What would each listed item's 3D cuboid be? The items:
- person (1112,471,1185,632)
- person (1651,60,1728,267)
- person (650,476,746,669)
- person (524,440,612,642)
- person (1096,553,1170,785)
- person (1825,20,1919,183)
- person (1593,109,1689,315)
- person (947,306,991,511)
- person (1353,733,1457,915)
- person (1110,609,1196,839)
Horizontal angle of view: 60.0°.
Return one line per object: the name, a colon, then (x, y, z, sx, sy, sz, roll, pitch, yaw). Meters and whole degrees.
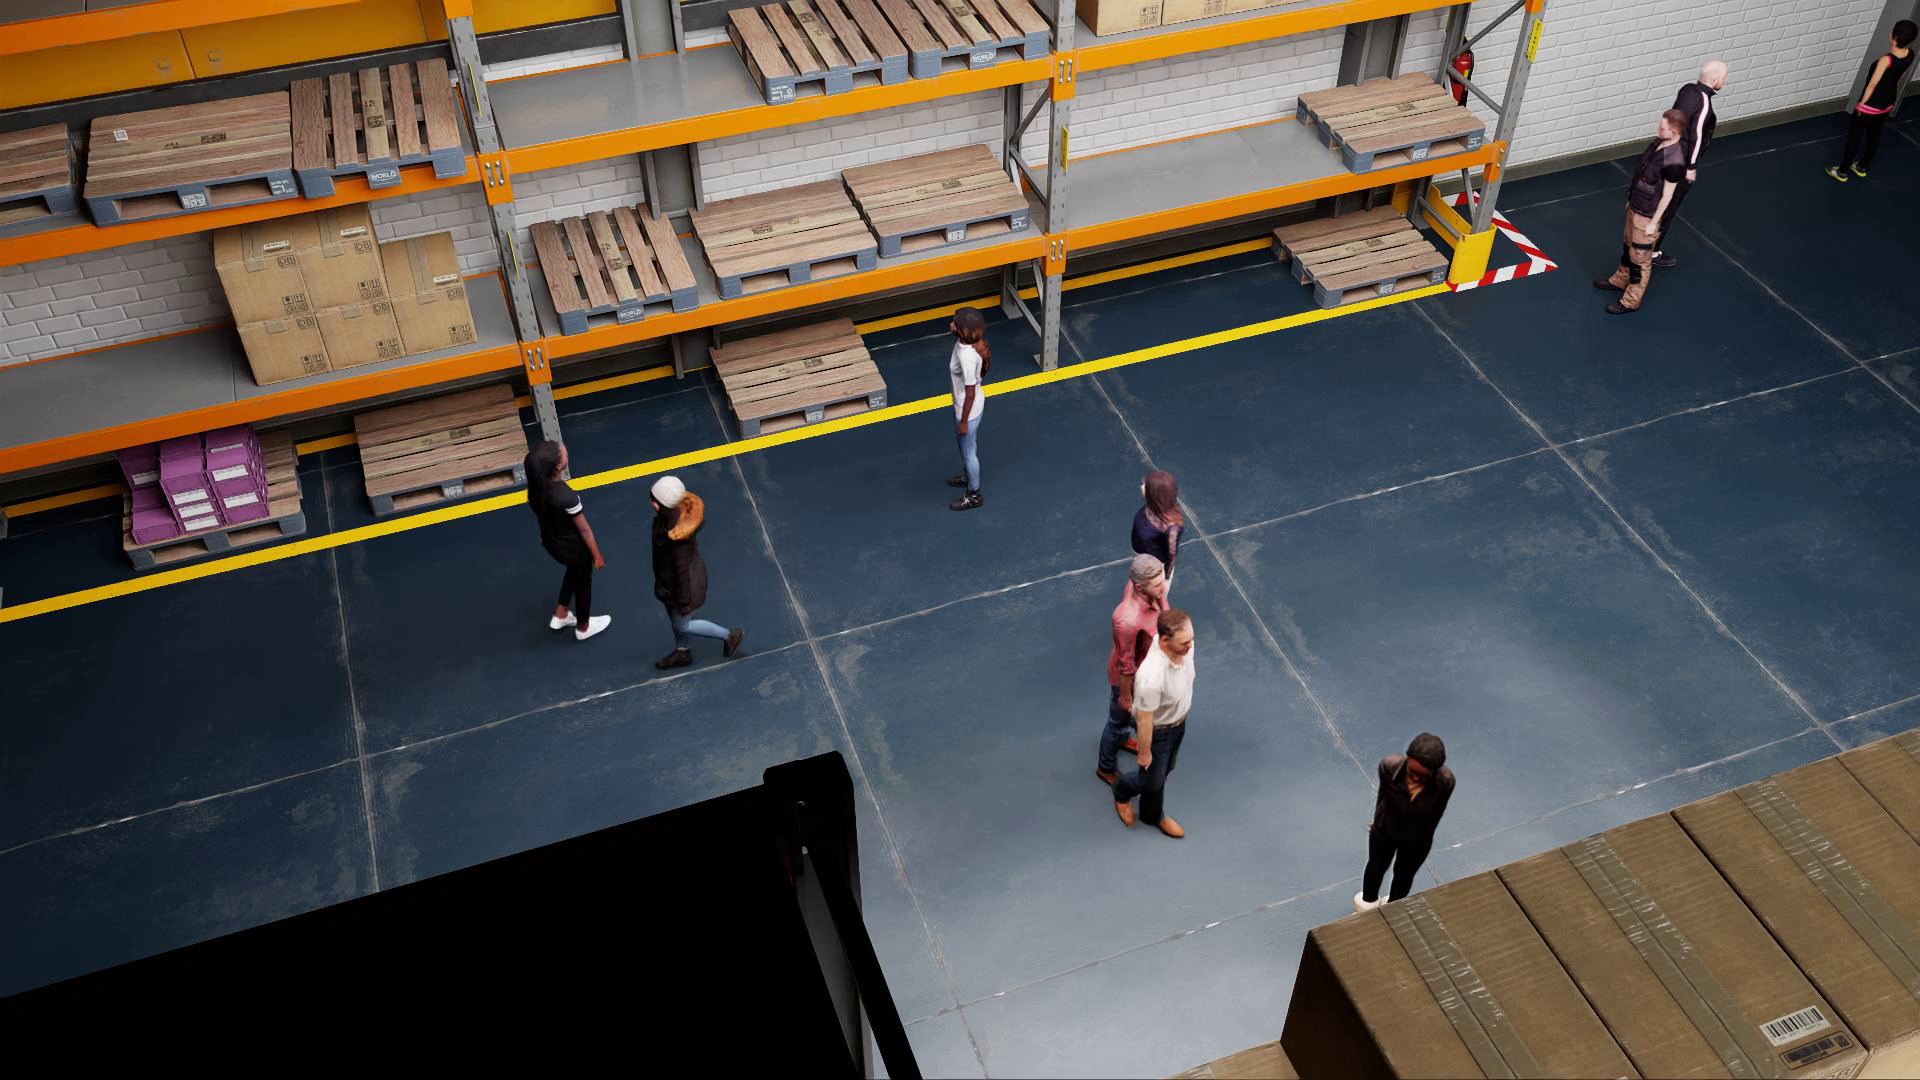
person: (1.244, 0.153, 10.829, 0.563, 1.606, 0.616, -10, 44, -10)
person: (6.139, -3.247, 14.233, 0.693, 1.833, 0.742, -1, 44, -1)
person: (-1.740, 0.240, 10.730, 0.864, 1.617, 0.667, -14, 45, -14)
person: (-2.613, 0.071, 10.833, 0.742, 1.720, 0.792, 34, 53, 31)
person: (1.044, 0.759, 10.031, 0.797, 1.829, 0.756, 15, 46, 15)
person: (8.422, -4.034, 15.264, 0.435, 1.550, 0.582, -15, 45, -15)
person: (5.686, -2.724, 13.678, 0.742, 1.842, 0.769, 3, 44, 3)
person: (0.046, -0.951, 11.905, 0.620, 1.719, 0.647, -2, 44, -2)
person: (2.462, 1.614, 9.256, 0.696, 1.660, 0.758, 24, 49, 23)
person: (1.132, 1.046, 9.717, 0.933, 1.847, 0.882, 30, 51, 28)
